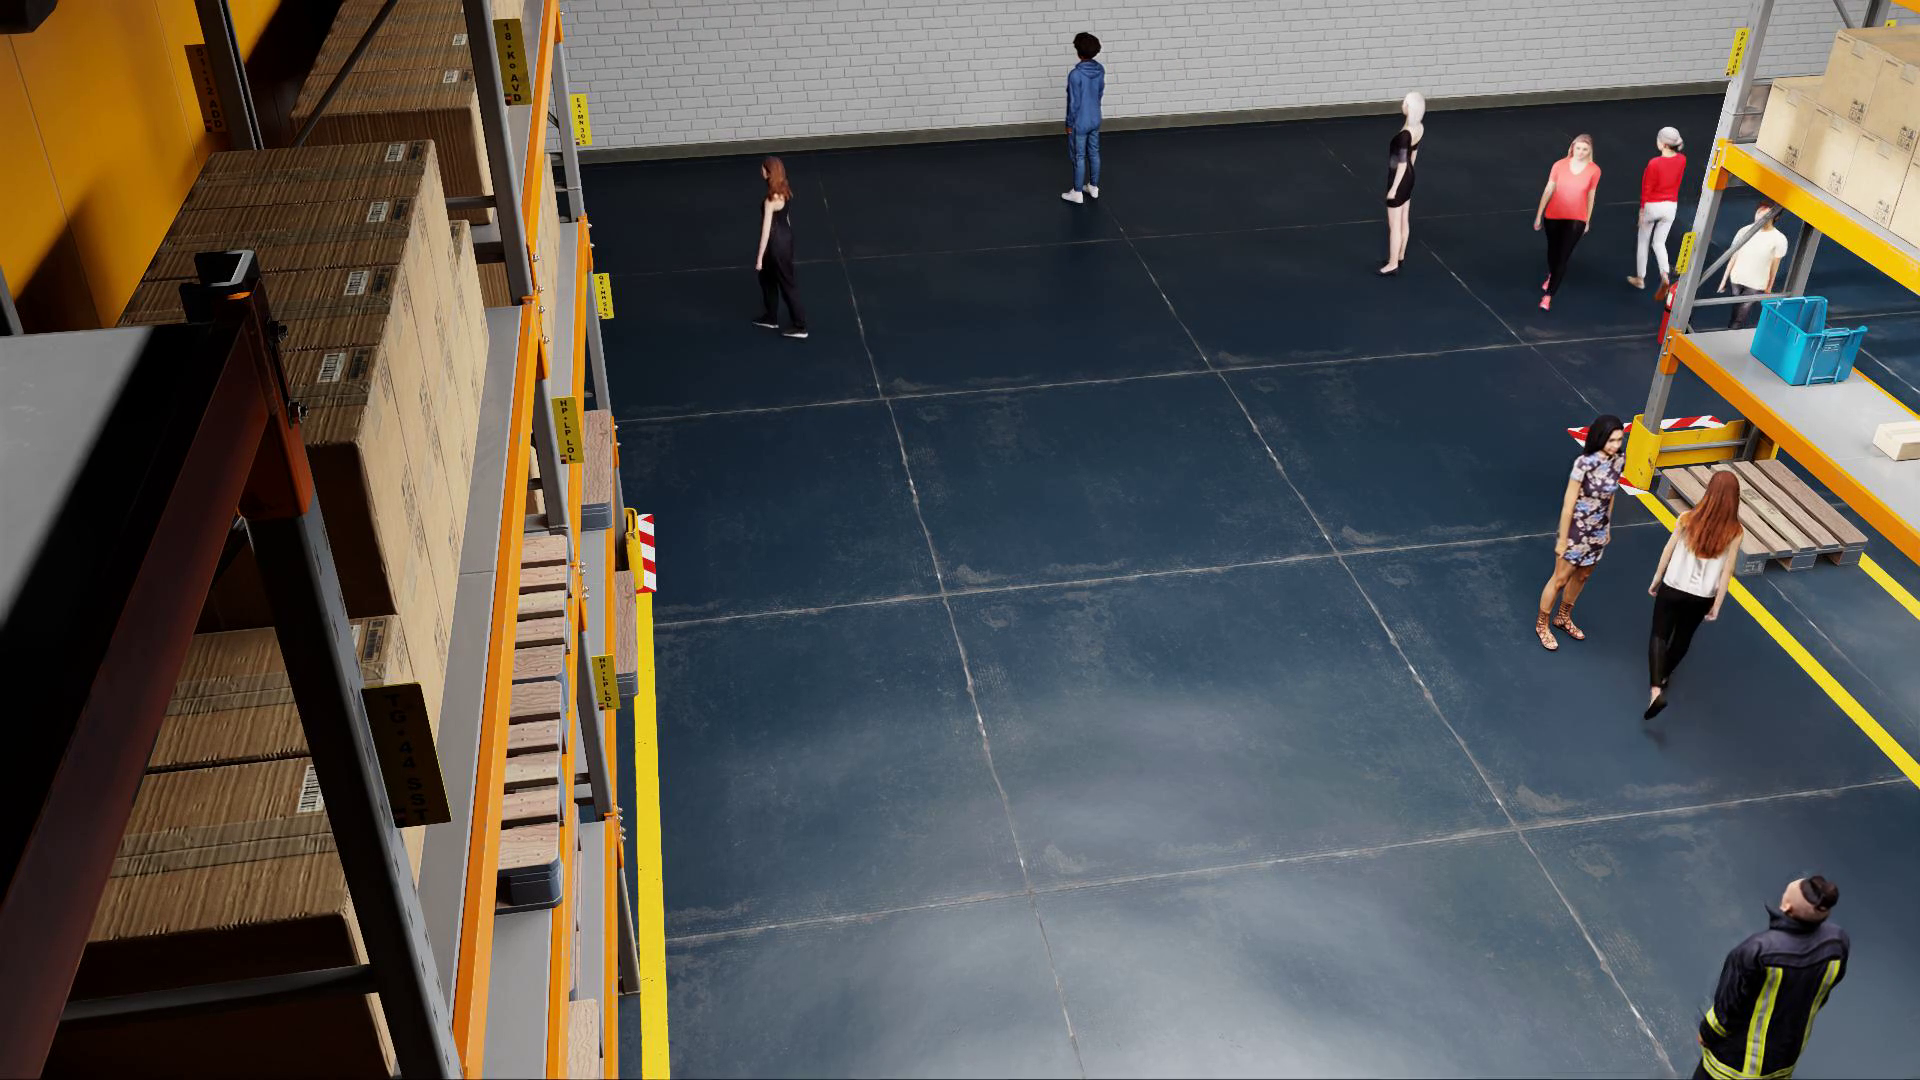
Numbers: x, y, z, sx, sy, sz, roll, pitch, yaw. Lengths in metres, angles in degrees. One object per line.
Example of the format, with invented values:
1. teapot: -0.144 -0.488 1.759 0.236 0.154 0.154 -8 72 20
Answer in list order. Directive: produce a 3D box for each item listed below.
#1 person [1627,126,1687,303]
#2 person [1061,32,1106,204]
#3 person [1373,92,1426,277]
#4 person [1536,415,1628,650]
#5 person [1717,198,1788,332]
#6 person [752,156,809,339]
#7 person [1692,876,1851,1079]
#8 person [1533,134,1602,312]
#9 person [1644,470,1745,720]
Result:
1. person: 6.656 -3.062 15.757 0.568 1.664 0.957 -4 34 -7
2. person: 1.332 -4.530 17.836 0.757 1.809 0.745 -25 41 -32
3. person: 4.308 -3.468 16.219 0.715 1.830 0.650 20 39 28
4. person: 4.196 -0.063 11.184 0.650 1.733 0.587 -14 36 -20
5. person: 6.970 -2.257 14.658 0.936 1.541 1.048 -22 40 -30
6. person: -1.535 -2.620 15.032 0.833 1.730 0.836 6 34 9
7. person: 3.687 2.206 7.654 0.750 1.861 0.682 -7 34 -11
8. person: 5.743 -3.035 15.745 1.115 1.634 1.224 19 38 26
9. person: 4.628 0.379 10.550 0.929 1.698 1.074 14 36 20
